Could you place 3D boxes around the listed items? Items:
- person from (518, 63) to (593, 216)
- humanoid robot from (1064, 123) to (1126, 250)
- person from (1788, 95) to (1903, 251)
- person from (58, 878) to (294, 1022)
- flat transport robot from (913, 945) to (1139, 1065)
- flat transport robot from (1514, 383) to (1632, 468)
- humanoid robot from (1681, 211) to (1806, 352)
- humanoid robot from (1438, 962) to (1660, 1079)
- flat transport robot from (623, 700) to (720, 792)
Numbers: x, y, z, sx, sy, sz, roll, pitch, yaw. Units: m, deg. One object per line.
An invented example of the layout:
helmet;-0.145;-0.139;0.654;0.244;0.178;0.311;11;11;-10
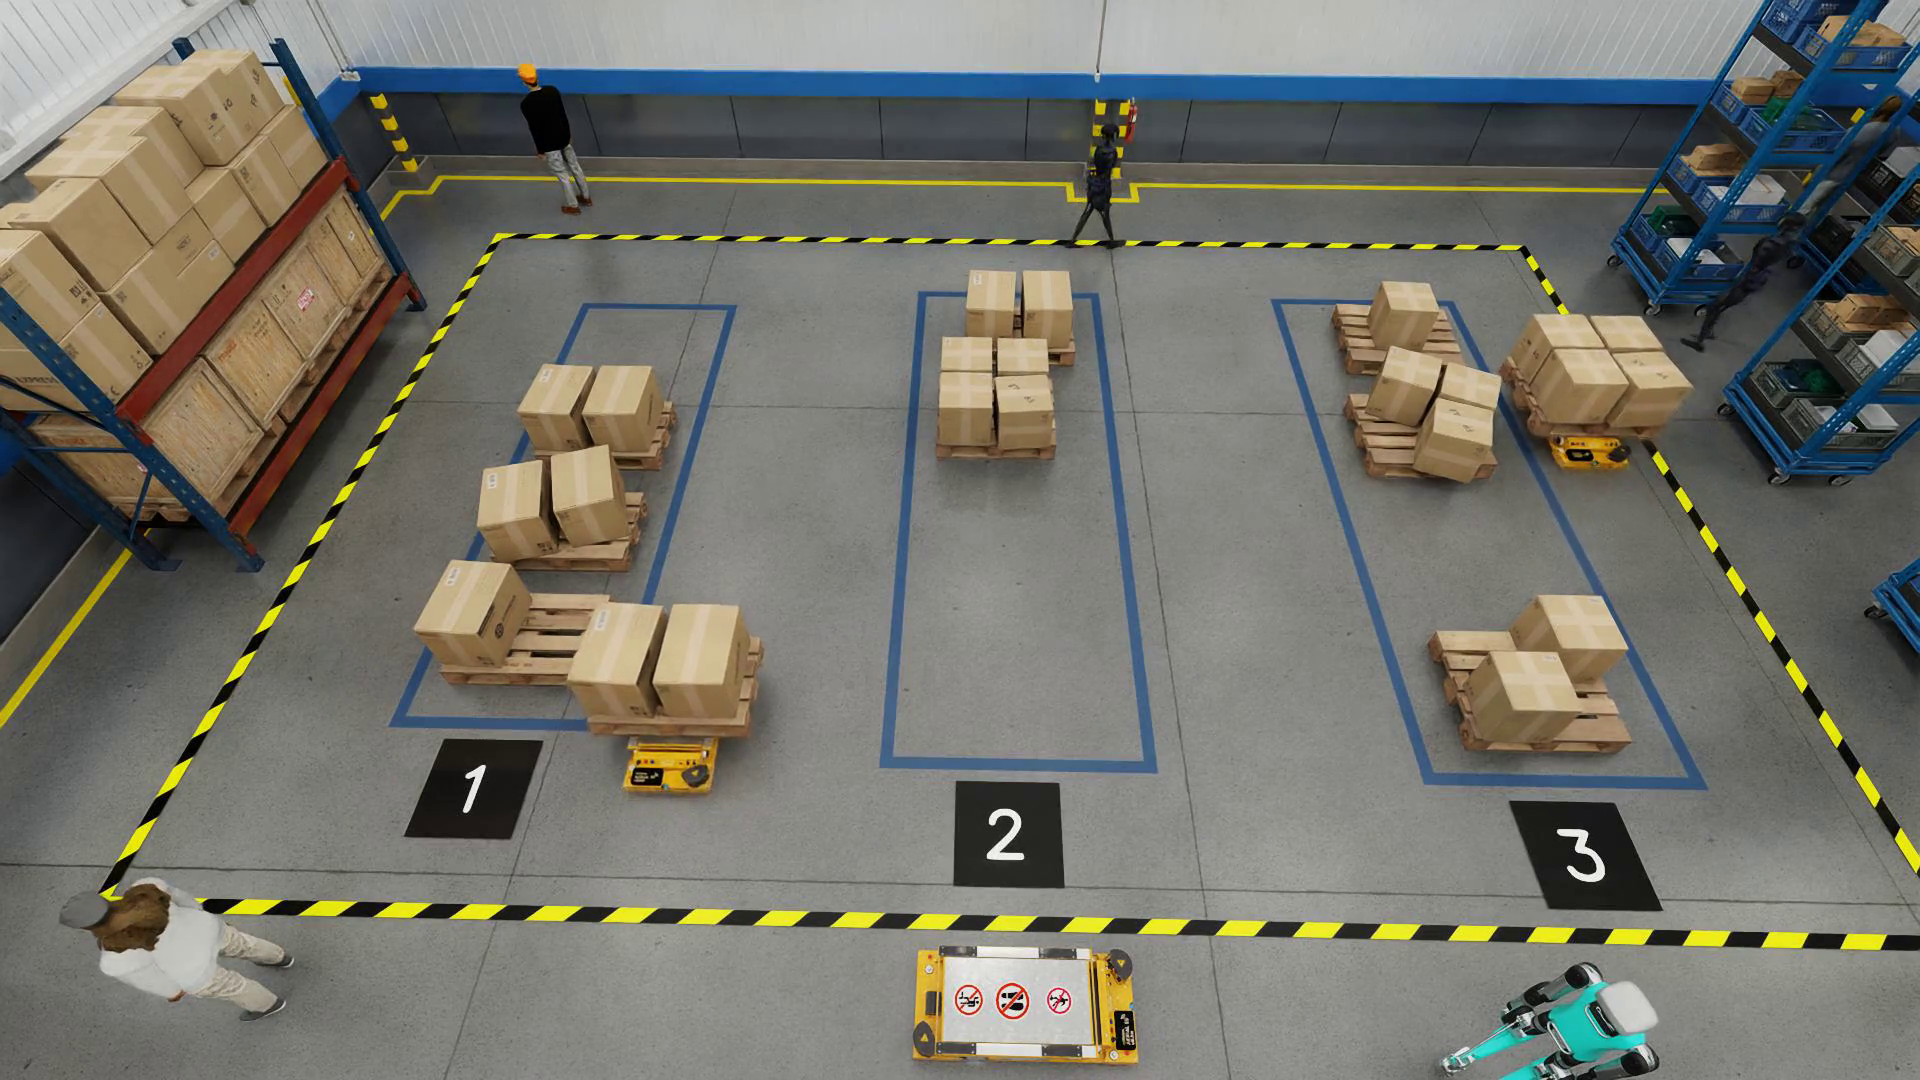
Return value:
person;-5.112;-5.009;11.538;0.385;1.869;0.585;24;55;18
humanoid robot;1.710;-4.255;11.080;0.786;1.626;0.599;-7;51;-6
person;10.451;-4.321;10.941;0.620;1.932;0.371;-1;51;-1
person;-4.640;2.466;5.506;0.396;1.767;0.572;-9;51;-7
flat transport robot;0.422;3.041;6.007;1.431;0.231;0.659;1;51;1
flat transport robot;6.347;-1.335;9.556;0.652;0.197;1.431;1;51;1
humanoid robot;8.358;-2.736;9.810;0.611;1.652;0.335;-31;57;-23
humanoid robot;3.108;2.870;5.109;0.735;1.681;0.533;-12;52;-10
flat transport robot;-2.226;1.315;7.396;0.652;0.197;1.431;1;51;1
